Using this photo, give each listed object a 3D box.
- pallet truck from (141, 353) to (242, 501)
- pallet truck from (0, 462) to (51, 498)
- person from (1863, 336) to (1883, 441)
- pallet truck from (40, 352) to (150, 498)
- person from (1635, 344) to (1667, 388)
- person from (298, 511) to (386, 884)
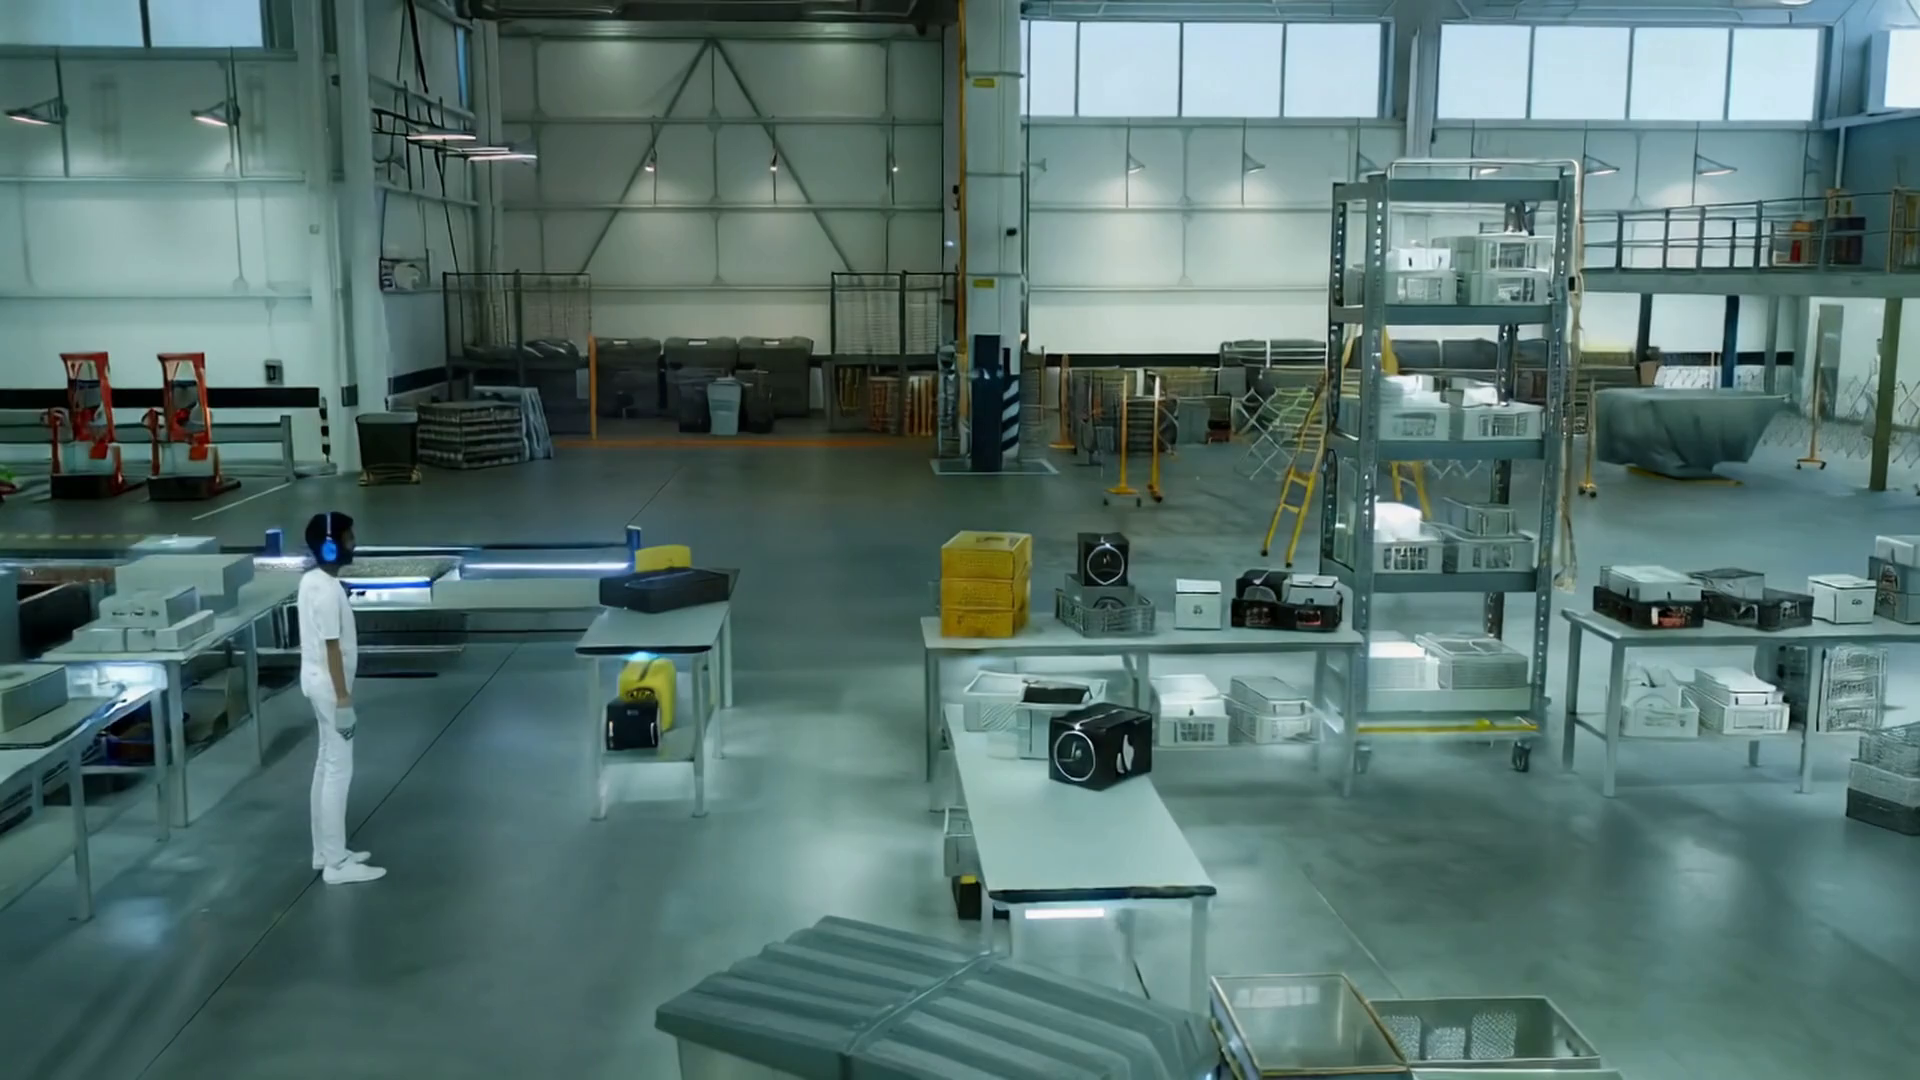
[{"bbox_3d":[-10.520,-1.604,22.925,0.823,1.965,1.885,-1,9,-6],"label":"pallet truck"},{"bbox_3d":[-13.193,-1.293,23.148,0.653,1.274,1.630,-1,9,-4],"label":"pallet truck"},{"bbox_3d":[16.844,-2.780,30.526,0.366,1.926,0.594,9,13,44],"label":"person"},{"bbox_3d":[-11.907,-1.642,23.165,0.823,1.965,1.885,0,9,0],"label":"pallet truck"},{"bbox_3d":[11.785,-2.405,28.374,0.439,1.890,0.575,-7,12,-39],"label":"person"},{"bbox_3d":[-3.130,0.781,8.347,0.311,1.869,0.532,-6,11,-31],"label":"person"}]
